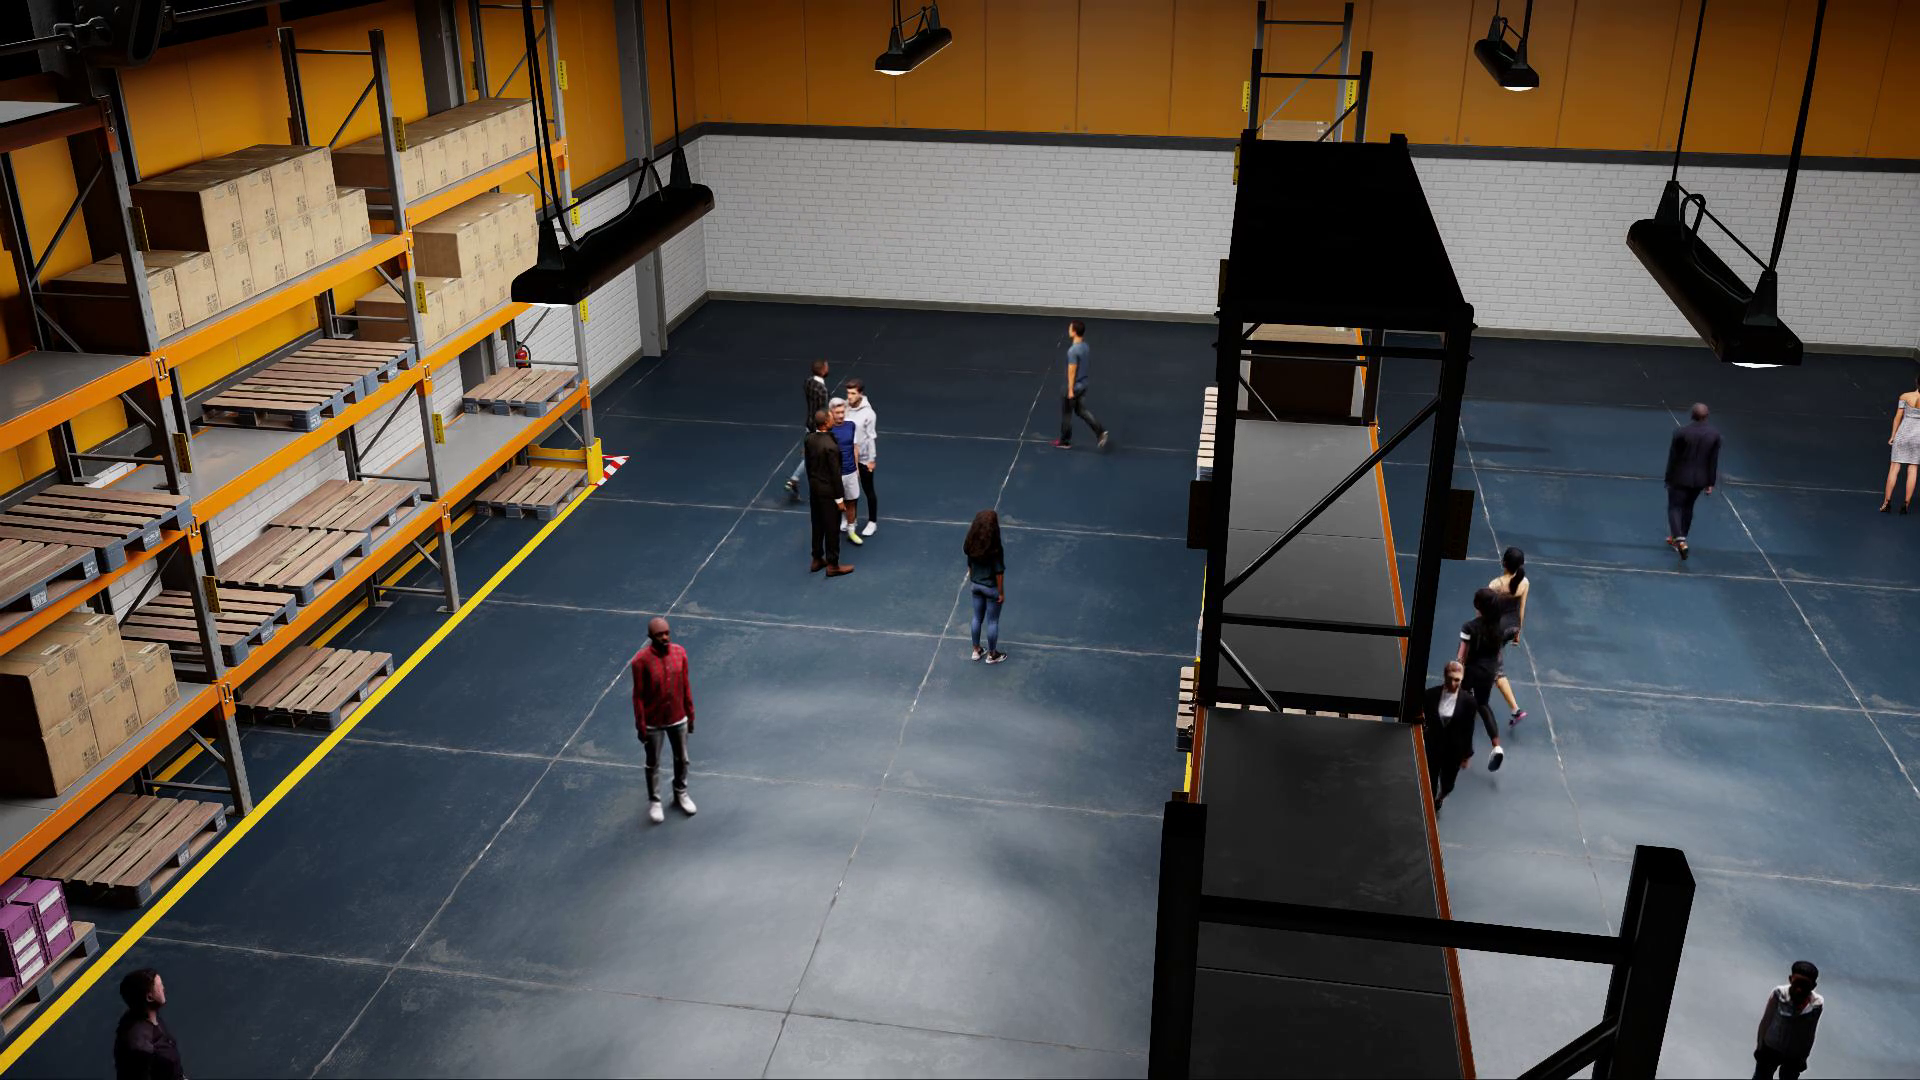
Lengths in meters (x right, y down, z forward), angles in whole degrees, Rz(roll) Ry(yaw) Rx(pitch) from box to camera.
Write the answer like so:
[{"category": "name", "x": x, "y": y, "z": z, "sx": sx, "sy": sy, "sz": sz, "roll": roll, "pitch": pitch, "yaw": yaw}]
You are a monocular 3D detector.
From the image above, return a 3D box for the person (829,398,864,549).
[{"category": "person", "x": -1.381, "y": -0.795, "z": 19.106, "sx": 0.732, "sy": 1.830, "sz": 0.782, "roll": -14, "pitch": 27, "yaw": -30}]

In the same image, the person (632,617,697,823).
[{"category": "person", "x": -2.491, "y": 1.465, "z": 13.950, "sx": 0.759, "sy": 1.819, "sz": 0.788, "roll": -12, "pitch": 26, "yaw": -25}]

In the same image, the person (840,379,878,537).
[{"category": "person", "x": -1.186, "y": -0.988, "z": 19.432, "sx": 0.731, "sy": 1.922, "sz": 0.678, "roll": 11, "pitch": 26, "yaw": 23}]

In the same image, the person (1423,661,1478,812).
[{"category": "person", "x": 3.956, "y": 1.710, "z": 13.570, "sx": 0.739, "sy": 1.673, "sz": 1.096, "roll": 8, "pitch": 25, "yaw": 17}]

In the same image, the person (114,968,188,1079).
[{"category": "person", "x": -4.740, "y": 3.352, "z": 9.634, "sx": 0.934, "sy": 1.818, "sz": 0.854, "roll": -7, "pitch": 25, "yaw": -16}]

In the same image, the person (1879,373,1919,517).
[{"category": "person", "x": 11.415, "y": -1.173, "z": 19.978, "sx": 0.642, "sy": 1.823, "sz": 0.609, "roll": 10, "pitch": 26, "yaw": 22}]

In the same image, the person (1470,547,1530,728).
[{"category": "person", "x": 5.044, "y": 0.914, "z": 15.361, "sx": 0.924, "sy": 1.697, "sz": 1.154, "roll": -8, "pitch": 25, "yaw": -18}]

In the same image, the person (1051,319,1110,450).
[{"category": "person", "x": 1.610, "y": -2.021, "z": 21.958, "sx": 0.965, "sy": 1.790, "sz": 1.074, "roll": 13, "pitch": 27, "yaw": 27}]

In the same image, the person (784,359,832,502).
[{"category": "person", "x": -1.804, "y": -1.330, "z": 20.374, "sx": 1.207, "sy": 1.793, "sz": 1.108, "roll": -18, "pitch": 29, "yaw": -35}]

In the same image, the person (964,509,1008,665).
[{"category": "person", "x": 0.261, "y": 0.454, "z": 16.515, "sx": 0.703, "sy": 1.616, "sz": 0.732, "roll": 17, "pitch": 29, "yaw": 34}]

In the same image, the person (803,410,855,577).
[{"category": "person", "x": -1.490, "y": -0.533, "z": 18.413, "sx": 0.829, "sy": 1.904, "sz": 0.801, "roll": -20, "pitch": 31, "yaw": -39}]

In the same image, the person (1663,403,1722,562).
[{"category": "person", "x": 8.240, "y": -0.628, "z": 18.766, "sx": 0.804, "sy": 1.795, "sz": 1.063, "roll": 2, "pitch": 24, "yaw": 4}]

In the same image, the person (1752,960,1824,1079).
[{"category": "person", "x": 5.281, "y": 3.219, "z": 10.632, "sx": 0.528, "sy": 1.261, "sz": 0.554, "roll": 10, "pitch": 26, "yaw": 23}]

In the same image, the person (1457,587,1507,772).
[{"category": "person", "x": 4.588, "y": 1.228, "z": 14.623, "sx": 0.908, "sy": 1.713, "sz": 1.101, "roll": -8, "pitch": 25, "yaw": -18}]
